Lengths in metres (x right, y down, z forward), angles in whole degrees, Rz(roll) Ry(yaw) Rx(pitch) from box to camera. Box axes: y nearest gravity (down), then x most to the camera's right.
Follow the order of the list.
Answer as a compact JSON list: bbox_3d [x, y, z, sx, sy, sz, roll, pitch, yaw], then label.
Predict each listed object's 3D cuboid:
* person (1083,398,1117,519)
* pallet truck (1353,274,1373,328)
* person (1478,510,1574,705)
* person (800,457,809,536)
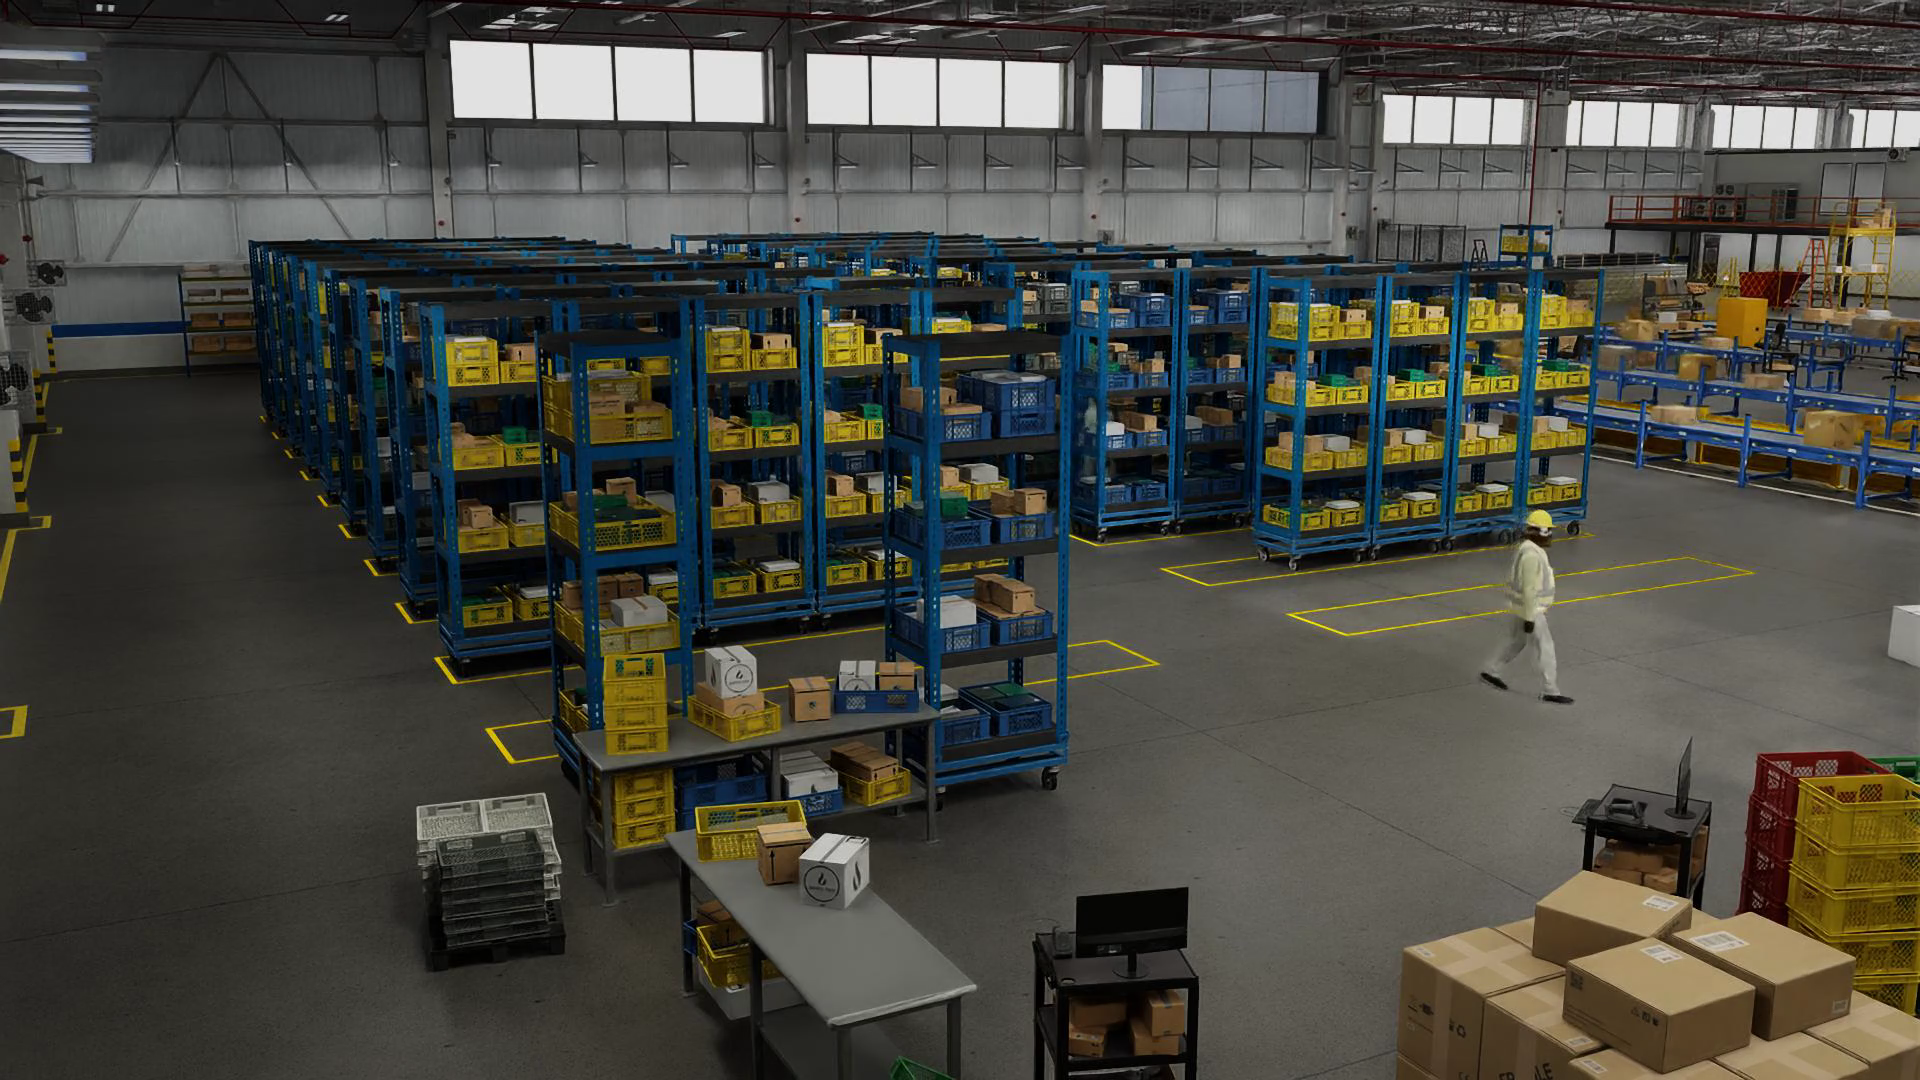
[{"bbox_3d":[2.049,-1.261,23.677,0.857,1.908,0.636,-9,15,-35],"label":"person"},{"bbox_3d":[13.011,-8.050,55.243,0.823,1.965,1.885,-7,14,-28],"label":"pallet truck"},{"bbox_3d":[5.249,0.601,15.341,0.852,1.782,0.610,4,13,18],"label":"person"},{"bbox_3d":[-1.862,-0.859,21.995,0.457,1.834,0.562,-7,14,-30],"label":"person"}]
